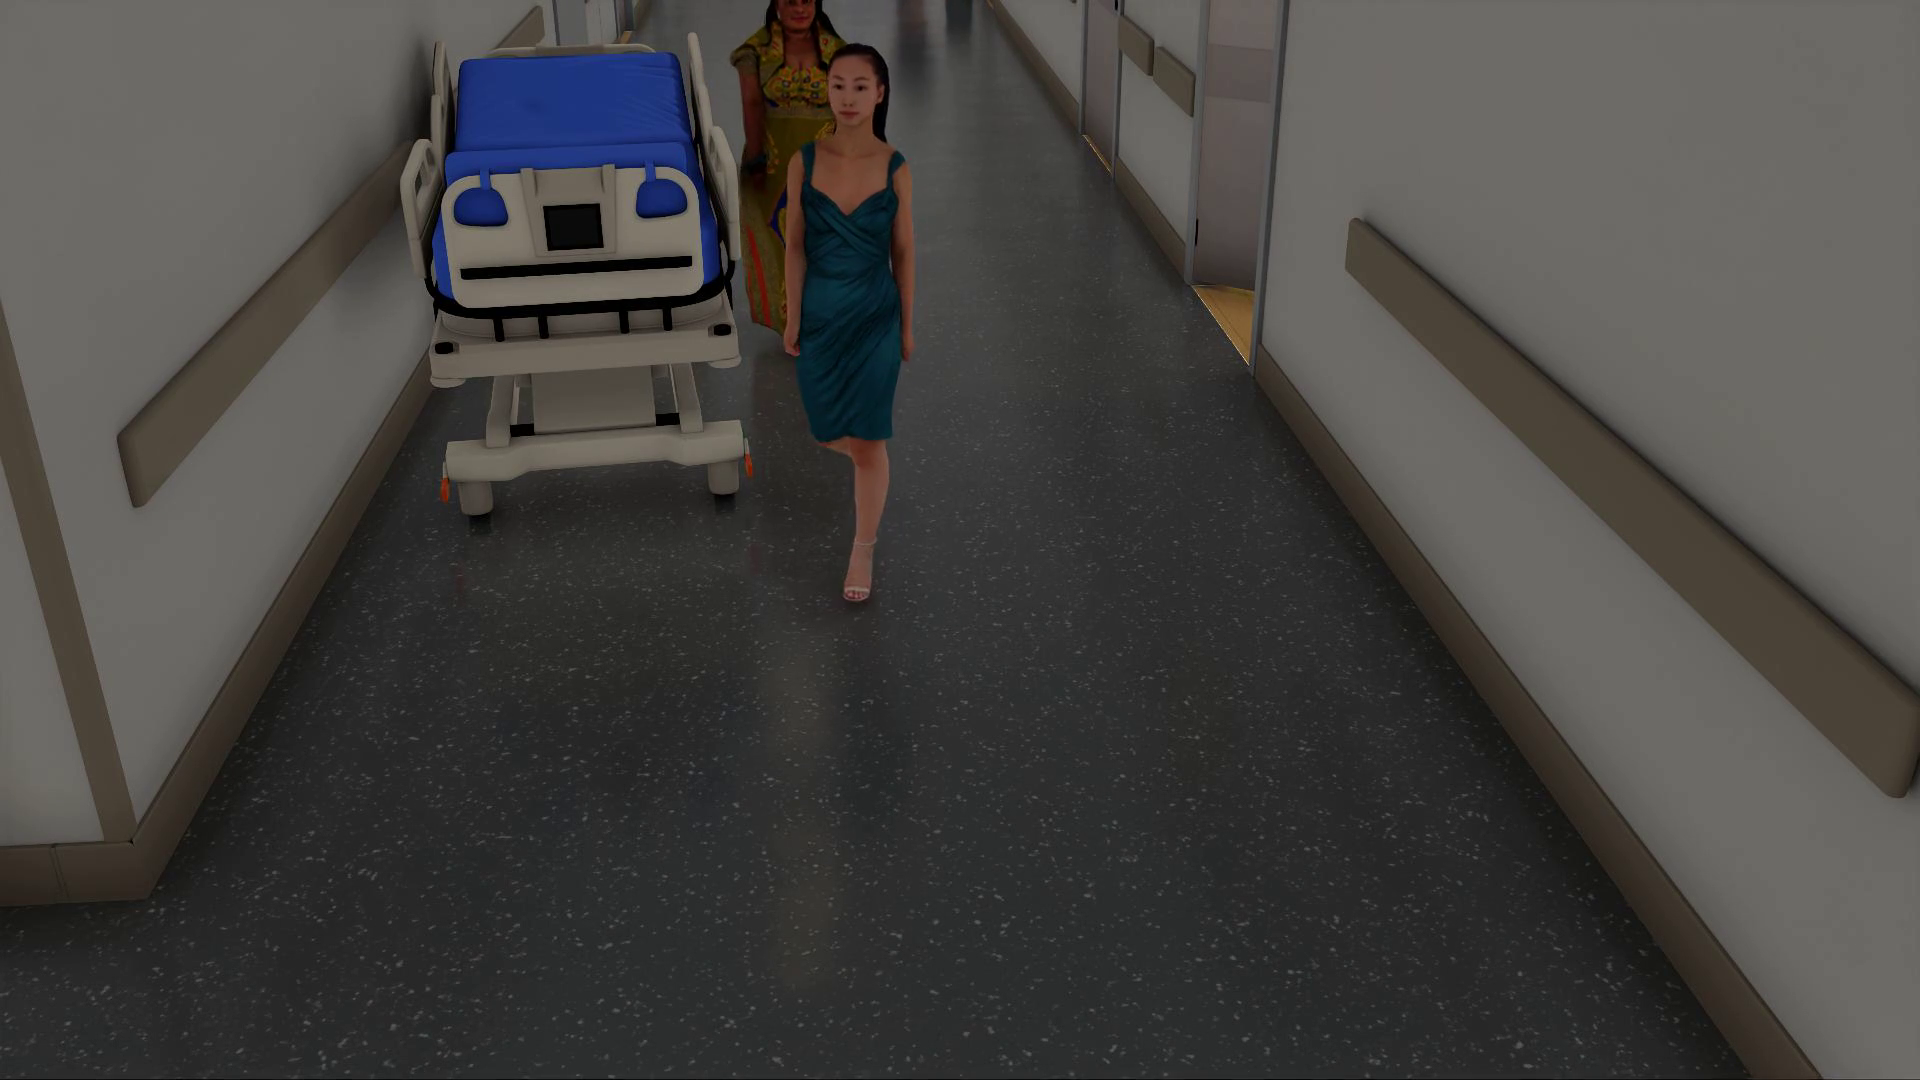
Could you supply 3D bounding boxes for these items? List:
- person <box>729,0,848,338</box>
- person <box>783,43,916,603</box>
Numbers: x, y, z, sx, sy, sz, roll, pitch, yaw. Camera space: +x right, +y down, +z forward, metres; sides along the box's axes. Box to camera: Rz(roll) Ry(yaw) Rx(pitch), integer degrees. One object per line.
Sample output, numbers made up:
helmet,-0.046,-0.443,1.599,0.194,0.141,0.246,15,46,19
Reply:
person,-0.722,-1.617,7.134,0.989,1.634,0.961,-7,27,-15
person,-0.328,-0.662,5.116,0.890,1.666,0.743,3,26,7
